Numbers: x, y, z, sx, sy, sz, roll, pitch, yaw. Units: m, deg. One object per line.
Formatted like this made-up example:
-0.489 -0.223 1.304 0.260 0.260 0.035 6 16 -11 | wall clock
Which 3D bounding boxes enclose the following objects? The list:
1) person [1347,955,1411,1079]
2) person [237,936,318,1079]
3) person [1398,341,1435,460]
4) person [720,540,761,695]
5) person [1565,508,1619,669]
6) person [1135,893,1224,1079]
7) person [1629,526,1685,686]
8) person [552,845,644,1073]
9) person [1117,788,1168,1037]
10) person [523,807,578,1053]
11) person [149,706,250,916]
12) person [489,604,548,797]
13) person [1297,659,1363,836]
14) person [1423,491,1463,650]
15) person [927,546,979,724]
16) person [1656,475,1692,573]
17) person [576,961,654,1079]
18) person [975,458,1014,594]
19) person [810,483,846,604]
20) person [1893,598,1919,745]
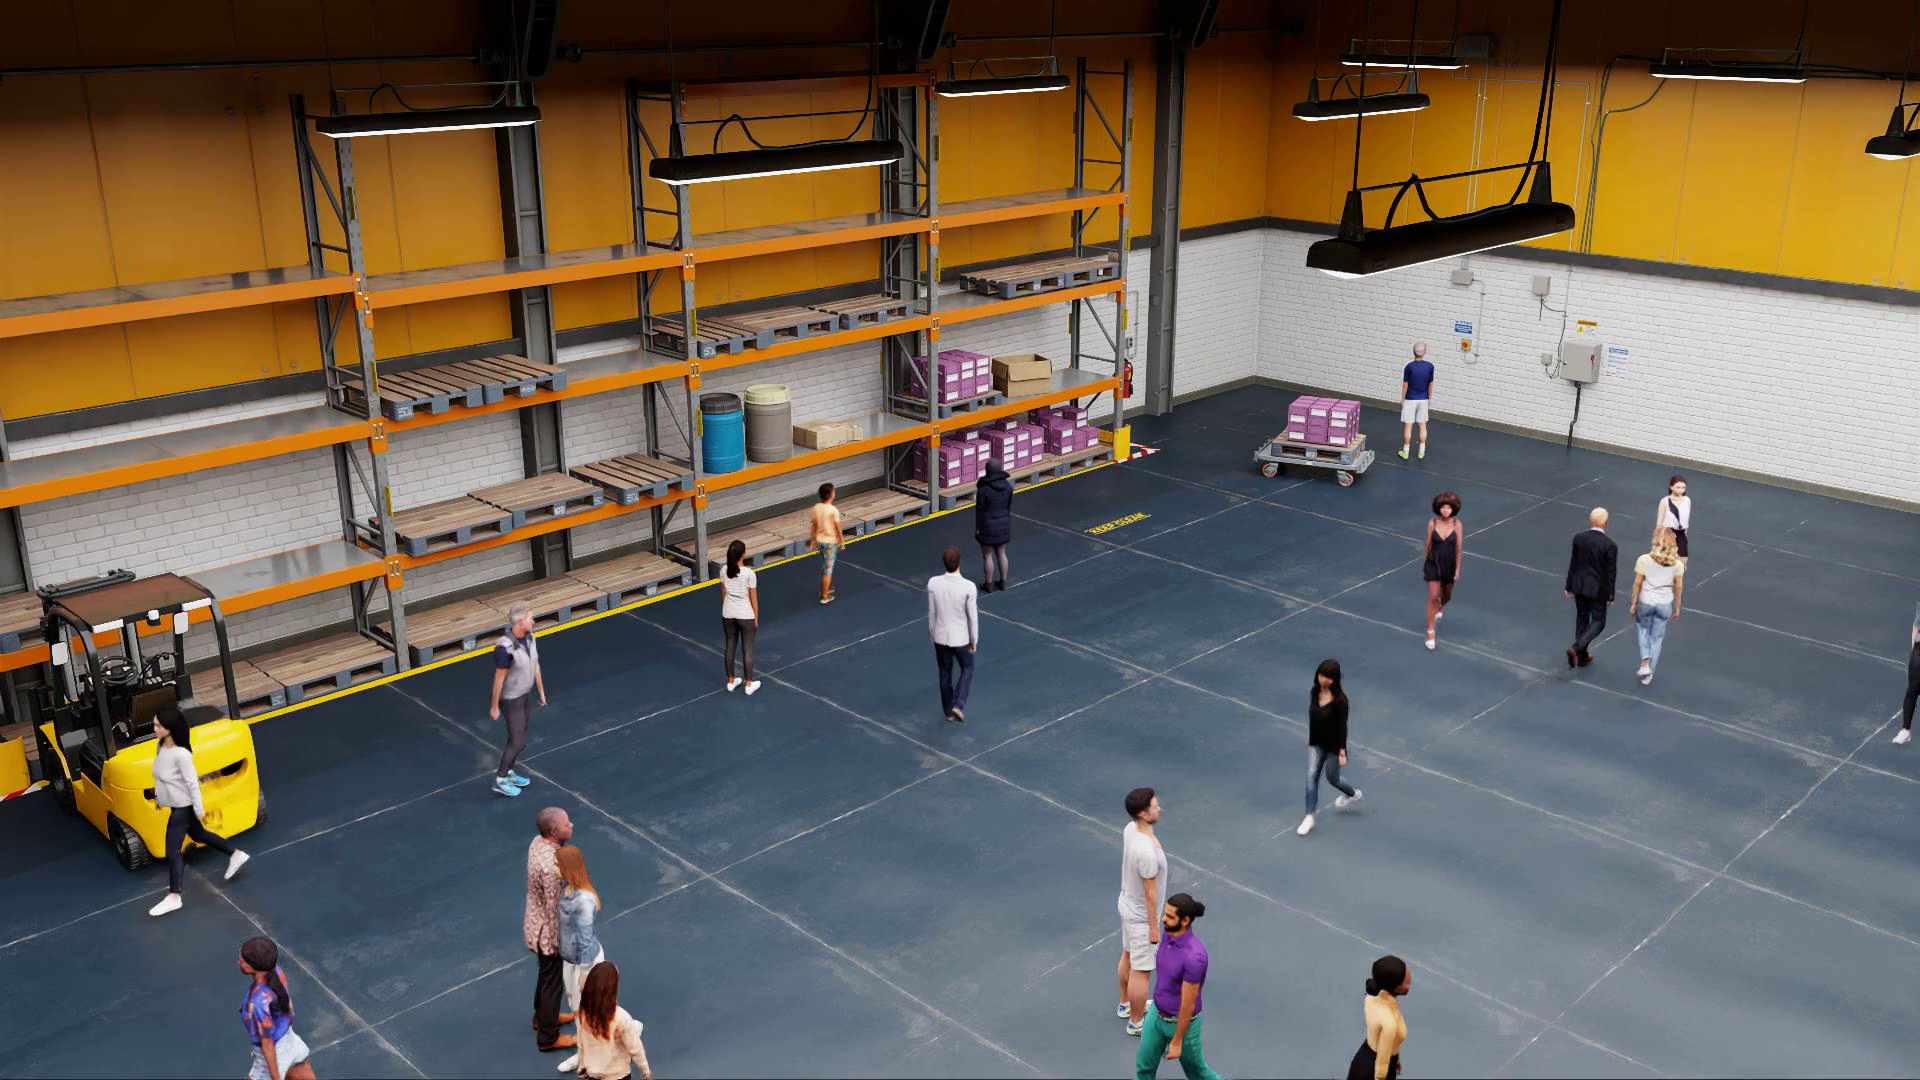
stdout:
2.403 3.253 9.985 1.036 1.625 0.912 -2 19 -6 | person
-4.042 3.175 10.108 1.173 1.695 1.111 0 19 -1 | person
7.072 -2.174 25.769 0.709 1.838 0.775 0 19 -1 | person
-2.300 0.788 17.276 0.632 1.644 0.647 6 19 16 | person
6.706 0.552 17.753 0.953 1.787 0.730 -14 23 -35 | person
1.456 3.032 10.477 1.237 1.732 0.914 -8 20 -22 | person
7.258 0.722 17.368 0.757 1.711 0.768 7 20 19 | person
-2.456 2.810 11.198 0.878 1.691 0.726 -11 21 -29 | person
1.260 2.578 11.629 0.787 1.857 0.767 -3 19 -9 | person
-2.857 2.669 11.459 0.752 1.792 0.772 -8 20 -21 | person
-6.150 2.101 13.347 0.680 1.663 1.122 15 24 38 | person
-4.105 1.453 15.079 0.904 1.786 0.808 8 20 23 | person
3.238 1.755 14.463 0.973 1.608 0.610 -15 24 -38 | person
5.367 0.297 18.555 0.953 1.758 1.117 3 19 8 | person
-0.096 0.978 16.402 0.889 1.841 0.972 5 19 13 | person
8.336 0.006 19.611 0.669 1.637 0.743 -3 19 -7 | person
-2.192 3.287 10.169 0.716 1.444 0.984 11 22 30 | person
0.409 -0.183 20.112 0.642 1.675 0.771 -12 22 -32 | person
-1.621 0.052 19.766 0.618 1.451 0.709 11 22 30 | person
9.494 1.125 16.180 1.124 1.705 0.577 -17 25 -42 | person
